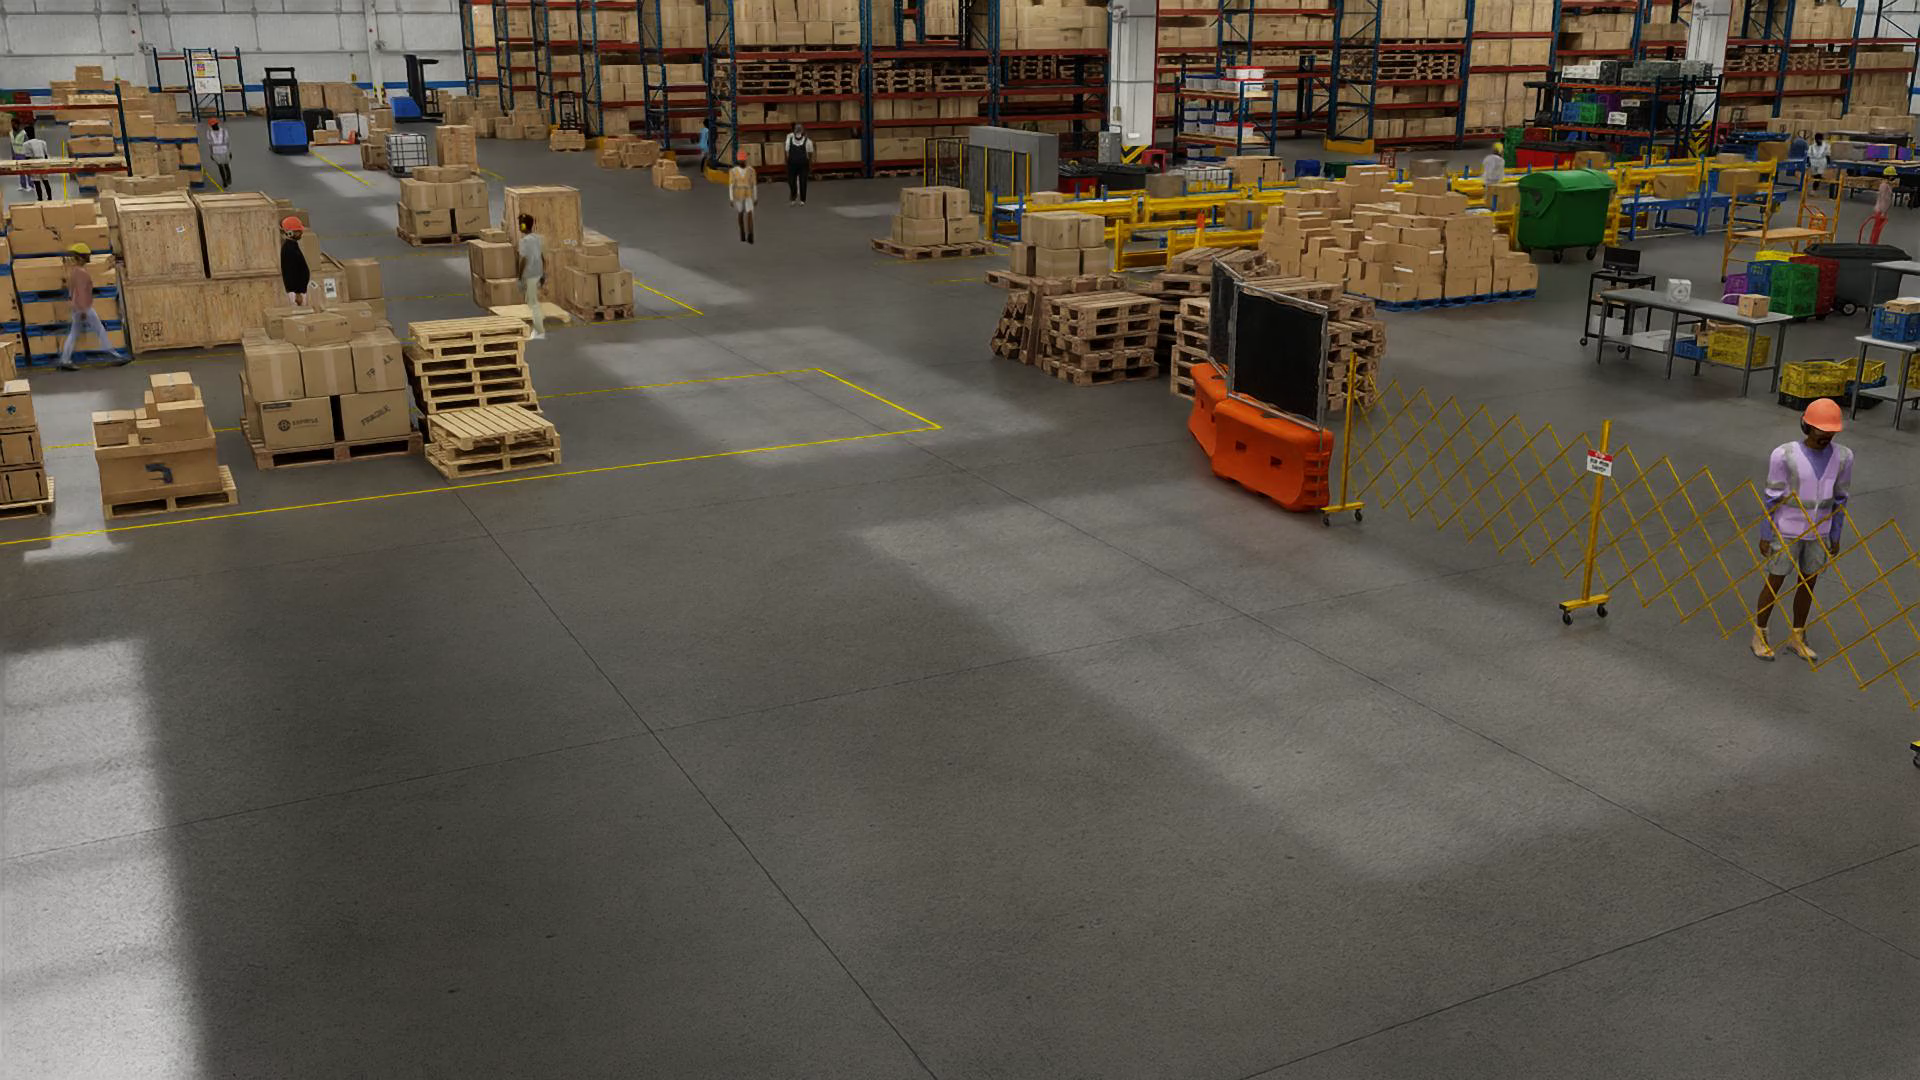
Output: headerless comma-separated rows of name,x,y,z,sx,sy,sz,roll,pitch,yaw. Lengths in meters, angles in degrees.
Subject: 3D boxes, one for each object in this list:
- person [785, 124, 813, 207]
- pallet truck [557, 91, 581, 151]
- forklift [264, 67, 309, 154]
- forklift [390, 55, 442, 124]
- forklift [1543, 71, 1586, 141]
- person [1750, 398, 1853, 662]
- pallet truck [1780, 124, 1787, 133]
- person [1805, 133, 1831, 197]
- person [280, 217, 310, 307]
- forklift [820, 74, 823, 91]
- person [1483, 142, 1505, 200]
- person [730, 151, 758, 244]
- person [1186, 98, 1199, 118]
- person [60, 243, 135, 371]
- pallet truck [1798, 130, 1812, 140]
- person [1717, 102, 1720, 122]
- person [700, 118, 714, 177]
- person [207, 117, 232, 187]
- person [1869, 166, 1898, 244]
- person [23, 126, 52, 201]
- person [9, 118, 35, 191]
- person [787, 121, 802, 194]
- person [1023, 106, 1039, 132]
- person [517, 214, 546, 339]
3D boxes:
person,-3.980,-9.245,41.011,0.697,2.000,0.858,1,18,2
pallet truck,-13.495,-14.412,57.188,0.823,1.965,1.885,-3,18,-9
forklift,-22.743,-14.484,55.990,1.129,2.768,1.873,-9,20,-26
forklift,-23.050,-19.014,70.112,1.873,2.768,1.129,-9,20,-25
forklift,18.685,-13.231,52.085,1.873,2.768,1.129,-9,20,-26
person,6.291,-0.065,12.403,0.608,2.034,0.397,0,18,0
pallet truck,25.206,-12.542,52.601,1.601,1.201,0.680,0,18,-2
person,22.212,-9.709,43.106,0.541,1.624,0.906,16,23,40
person,-9.210,-3.494,23.154,0.383,1.993,0.622,-6,19,-17
forklift,-4.063,-12.812,50.776,1.873,2.768,1.129,-9,20,-26
person,12.191,-8.196,38.106,0.654,1.810,0.602,-10,20,-29
person,-4.515,-7.136,34.699,0.565,1.877,0.958,-1,18,-3
person,8.785,-16.050,62.951,0.507,1.593,0.850,0,18,0
person,-11.873,-3.164,22.581,0.943,1.707,0.538,-14,22,-36
pallet truck,25.526,-11.556,49.408,1.630,1.274,0.653,-9,20,-26
person,24.813,-13.604,54.853,1.012,1.884,0.651,-3,18,-10
person,-7.255,-11.378,48.249,0.746,1.663,0.552,-11,21,-32
person,-20.256,-10.621,45.542,0.556,1.902,0.564,-4,18,-12
person,18.187,-6.461,32.775,0.312,1.769,0.525,8,19,23
person,-22.788,-9.219,41.060,0.376,1.959,0.603,8,20,24
person,-25.126,-10.309,44.525,0.593,1.920,0.392,5,18,15
person,-4.340,-10.102,43.967,0.535,1.864,0.309,9,20,26
person,2.262,-13.095,53.562,0.533,1.700,0.318,6,19,18
person,-6.386,-3.885,24.592,0.494,1.857,0.552,5,19,16
